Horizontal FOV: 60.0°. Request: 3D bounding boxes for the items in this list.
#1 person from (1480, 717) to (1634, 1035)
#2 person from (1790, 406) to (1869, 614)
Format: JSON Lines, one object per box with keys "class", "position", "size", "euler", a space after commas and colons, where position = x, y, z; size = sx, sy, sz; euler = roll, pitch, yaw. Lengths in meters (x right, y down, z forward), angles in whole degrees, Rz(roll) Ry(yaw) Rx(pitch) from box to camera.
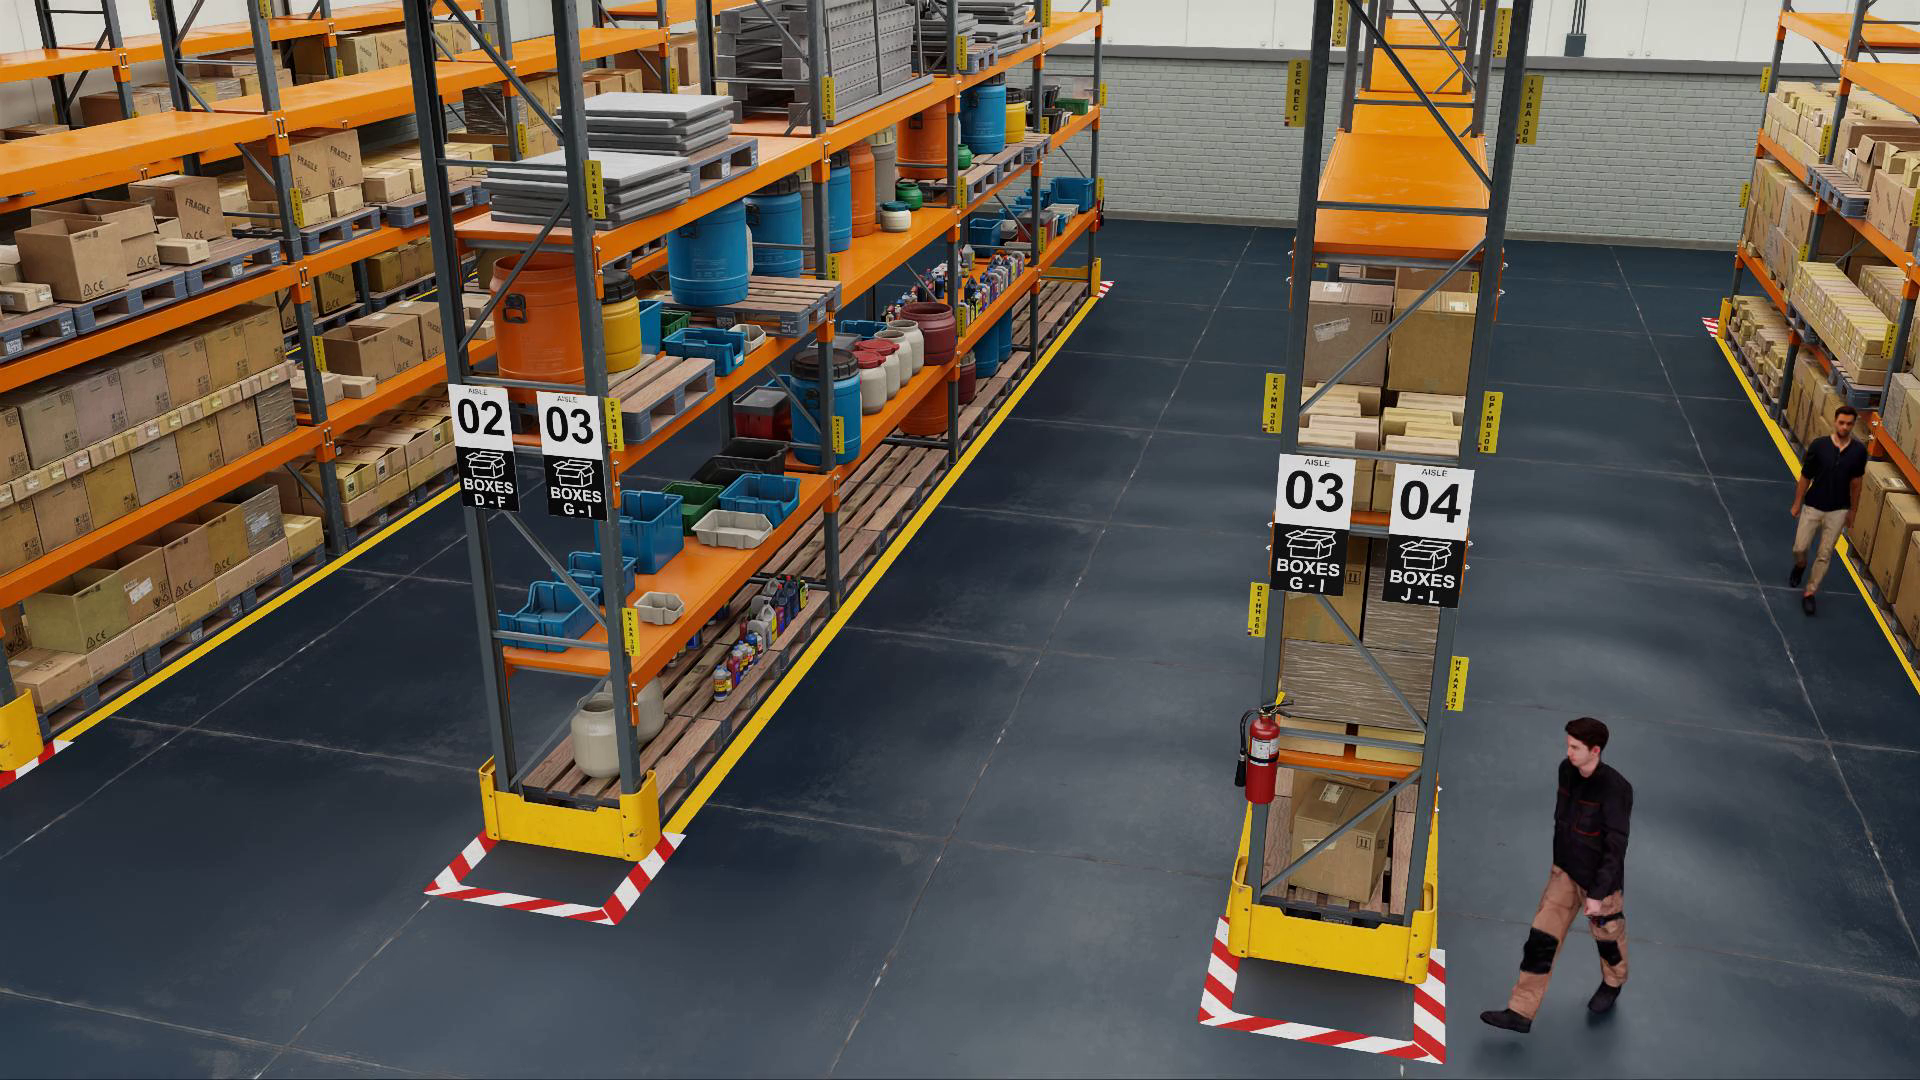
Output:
{"class": "person", "position": [3.521, 1.854, 9.151], "size": [1.322, 1.854, 1.231], "euler": [-14, 26, -31]}
{"class": "person", "position": [7.497, -0.303, 14.432], "size": [0.699, 1.849, 0.865], "euler": [8, 24, 19]}
